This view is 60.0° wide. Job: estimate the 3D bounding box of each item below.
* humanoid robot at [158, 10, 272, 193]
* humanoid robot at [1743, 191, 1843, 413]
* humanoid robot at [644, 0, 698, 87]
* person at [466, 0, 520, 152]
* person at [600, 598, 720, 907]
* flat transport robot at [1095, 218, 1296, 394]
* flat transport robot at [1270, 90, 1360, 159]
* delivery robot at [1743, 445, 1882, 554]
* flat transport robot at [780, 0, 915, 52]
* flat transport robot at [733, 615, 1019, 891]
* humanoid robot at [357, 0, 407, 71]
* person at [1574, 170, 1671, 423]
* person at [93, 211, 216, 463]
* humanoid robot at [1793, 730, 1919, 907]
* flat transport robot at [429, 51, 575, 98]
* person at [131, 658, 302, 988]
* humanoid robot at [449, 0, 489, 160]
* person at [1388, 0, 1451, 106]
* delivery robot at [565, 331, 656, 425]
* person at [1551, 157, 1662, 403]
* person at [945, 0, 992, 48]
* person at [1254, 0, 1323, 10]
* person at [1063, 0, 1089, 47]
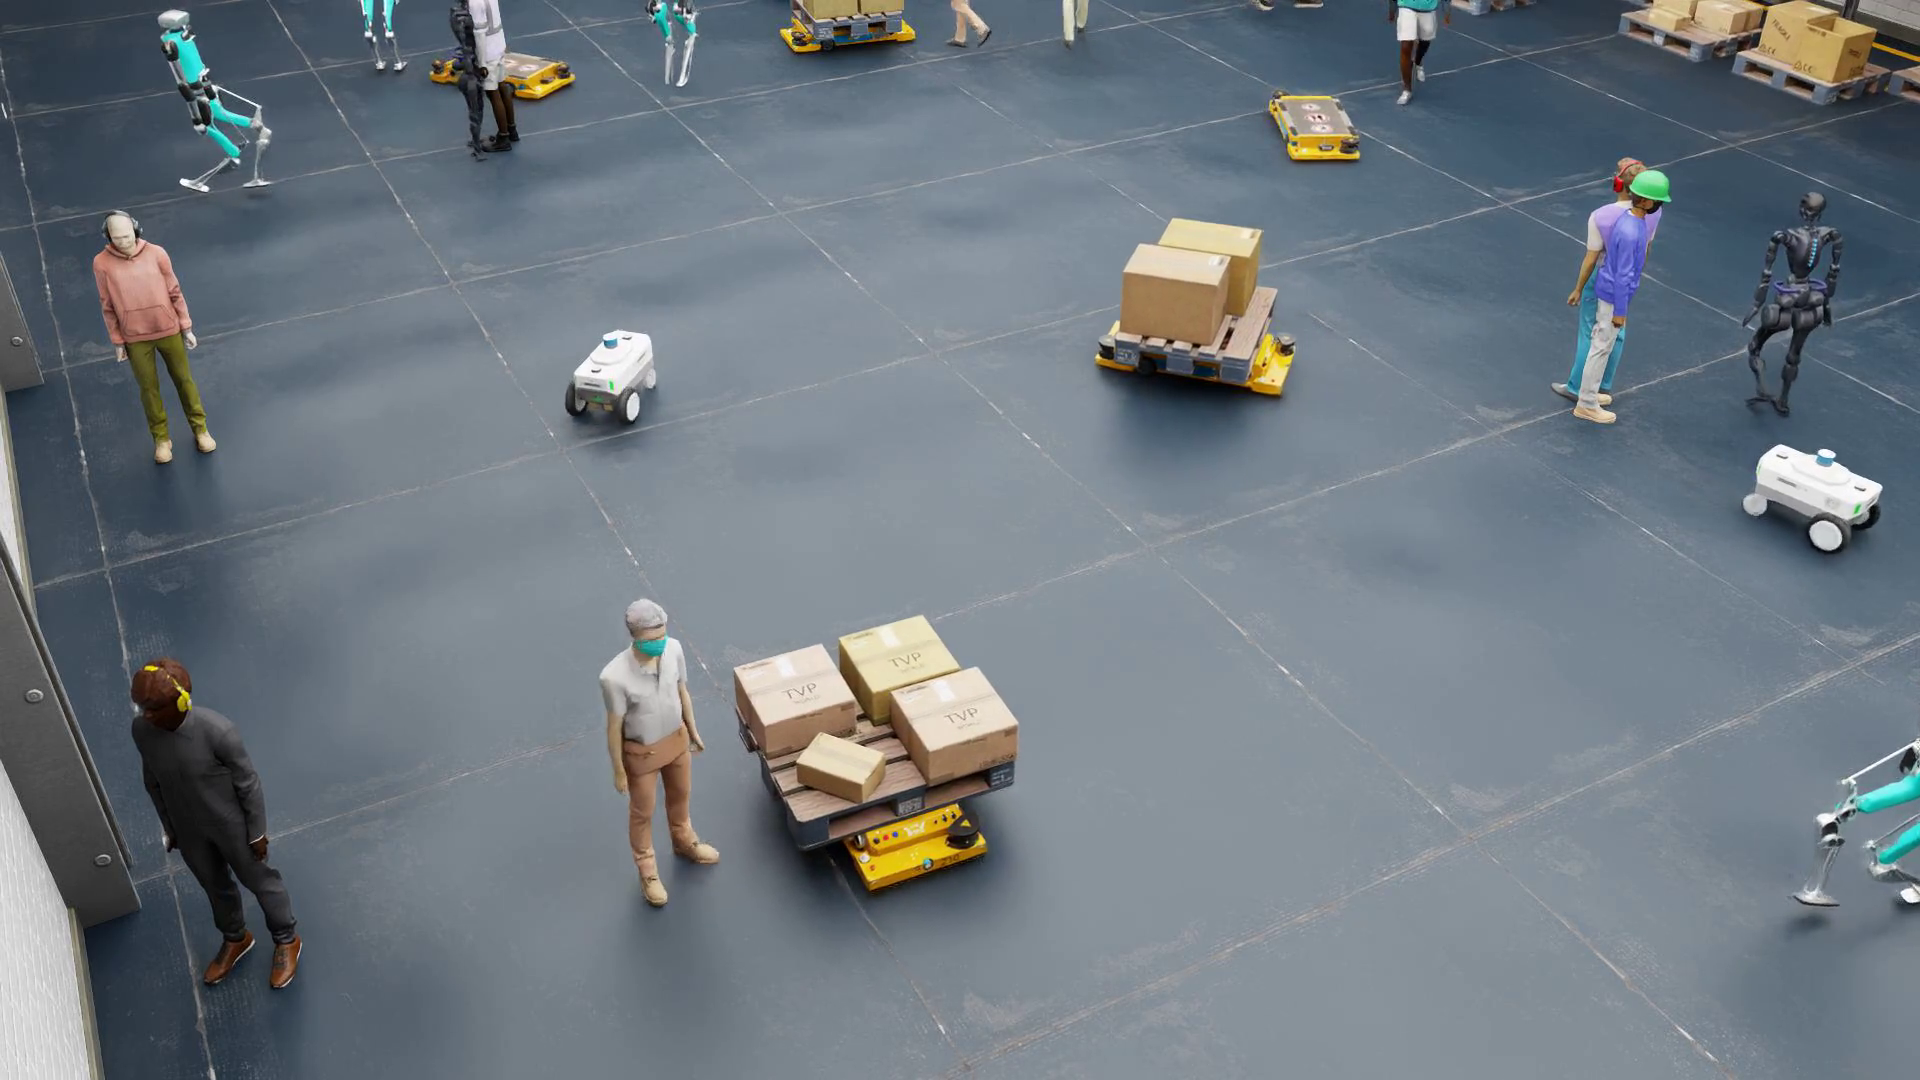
[{"bbox_3d":[-6.685,-3.902,15.006,1.014,1.727,0.547,-2,35,-2],"label":"humanoid robot"},{"bbox_3d":[5.972,-1.692,11.902,0.610,1.639,0.372,-1,35,-2],"label":"humanoid robot"},{"bbox_3d":[-3.008,-5.627,17.505,0.541,1.840,0.687,7,36,10],"label":"humanoid robot"},{"bbox_3d":[-4.562,-4.694,15.976,0.381,1.929,0.541,1,35,1],"label":"person"},{"bbox_3d":[-1.472,0.999,8.010,0.305,1.739,0.510,29,44,34],"label":"person"},{"bbox_3d":[1.815,-1.454,12.791,1.431,0.231,0.659,11,37,15],"label":"flat transport robot"},{"bbox_3d":[3.541,-4.150,16.641,0.659,0.231,1.431,0,35,0],"label":"flat transport robot"},{"bbox_3d":[5.614,-0.308,10.910,0.499,0.600,0.802,-27,43,-33],"label":"delivery robot"},{"bbox_3d":[-1.291,-5.846,19.062,1.431,0.231,0.659,-11,37,-16],"label":"flat transport robot"},{"bbox_3d":[-0.457,1.252,8.929,0.659,0.231,1.431,-15,38,-20],"label":"flat transport robot"},{"bbox_3d":[-6.242,-5.838,17.705,0.530,1.719,0.743,-3,35,-5],"label":"humanoid robot"},{"bbox_3d":[4.674,-1.729,11.793,0.354,1.870,0.458,8,36,12],"label":"person"},{"bbox_3d":[-5.522,-1.408,11.364,0.520,1.833,0.374,-17,38,-22],"label":"person"},{"bbox_3d":[4.424,1.189,7.786,1.039,1.769,0.548,-6,35,-8],"label":"humanoid robot"},{"bbox_3d":[-4.932,-5.027,17.893,1.431,0.231,0.659,15,38,20],"label":"flat transport robot"},{"bbox_3d":[-3.358,1.280,7.490,0.494,1.874,0.347,4,35,6],"label":"person"},{"bbox_3d":[-4.695,-4.513,15.931,0.345,1.646,0.586,-4,35,-6],"label":"humanoid robot"},{"bbox_3d":[4.749,-5.551,17.229,0.624,1.886,0.878,7,36,10],"label":"person"},{"bbox_3d":[-2.546,-1.208,12.203,0.499,0.608,0.786,9,36,13],"label":"delivery robot"},{"bbox_3d":[4.665,-1.835,11.961,0.563,1.846,0.397,-11,36,-15],"label":"person"},{"bbox_3d":[0.060,-6.303,18.507,0.558,1.648,0.506,12,37,16],"label":"person"},{"bbox_3d":[3.938,-7.220,19.585,0.869,1.928,0.618,0,35,-1],"label":"person"},{"bbox_3d":[1.301,-6.537,18.711,0.582,1.813,0.804,-1,35,-2],"label":"person"}]
